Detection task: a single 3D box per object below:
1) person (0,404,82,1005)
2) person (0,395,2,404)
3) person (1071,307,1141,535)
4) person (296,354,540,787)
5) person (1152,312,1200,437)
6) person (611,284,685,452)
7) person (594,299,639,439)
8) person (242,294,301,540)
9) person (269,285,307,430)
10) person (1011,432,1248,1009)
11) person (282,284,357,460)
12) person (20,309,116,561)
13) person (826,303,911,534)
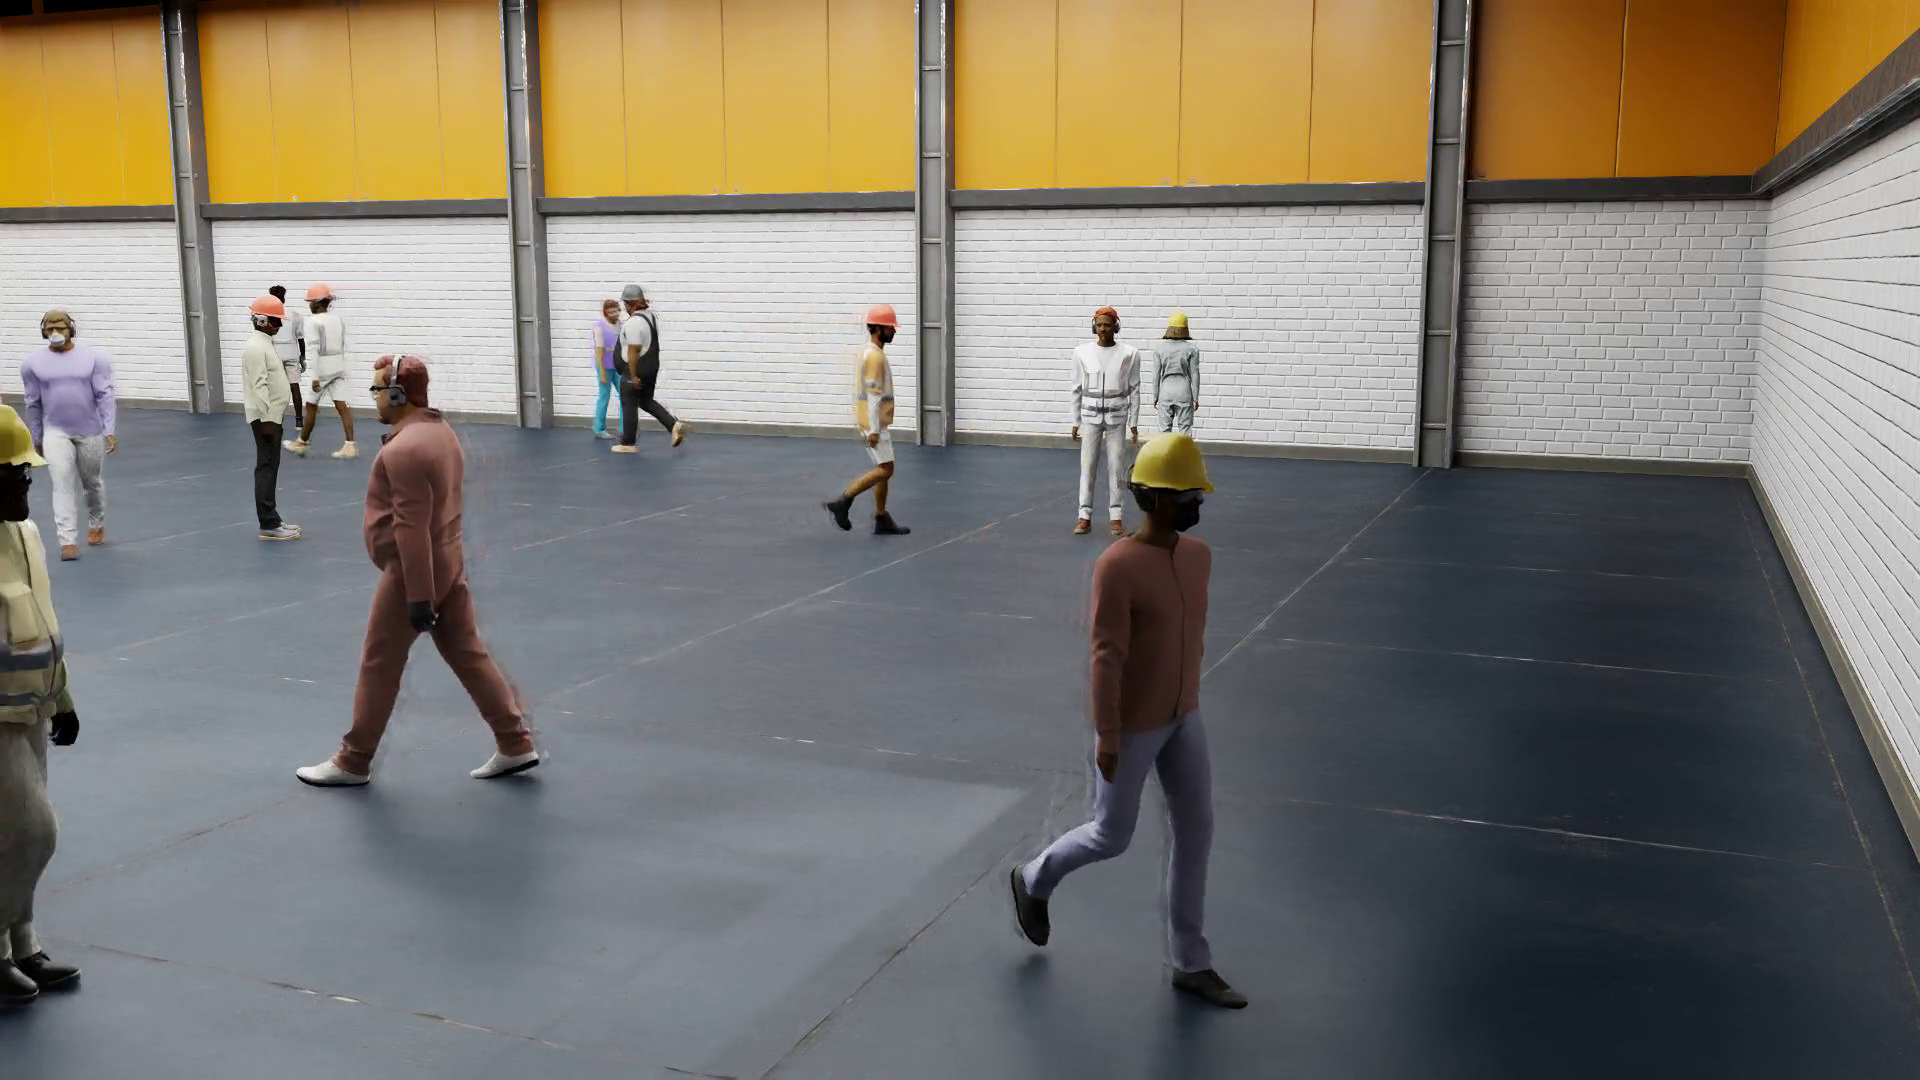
[{"bbox_3d":[-2.856,0.503,4.954,0.436,1.814,0.612,0,9,-2],"label":"person"},{"bbox_3d":[-8.213,-0.913,13.750,0.548,1.737,0.763,-5,11,-29],"label":"person"},{"bbox_3d":[1.199,-0.979,13.755,0.575,1.882,0.359,2,10,11],"label":"person"},{"bbox_3d":[-2.298,0.140,7.075,1.013,1.857,0.664,0,9,1],"label":"person"},{"bbox_3d":[2.233,-1.474,17.175,0.492,1.742,0.323,3,10,16],"label":"person"},{"bbox_3d":[-3.742,-2.043,19.724,0.785,2.000,0.688,3,10,15],"label":"person"},{"bbox_3d":[-4.416,-2.147,21.087,0.740,1.792,0.561,6,11,31],"label":"person"},{"bbox_3d":[-5.610,-0.994,13.524,0.387,1.988,0.608,-3,10,-18],"label":"person"},{"bbox_3d":[-9.102,-2.437,22.339,0.613,1.961,0.362,-6,11,-33],"label":"person"},{"bbox_3d":[0.521,0.522,5.102,0.530,1.736,0.775,-9,13,-42],"label":"person"},{"bbox_3d":[-7.369,-1.923,19.101,1.015,1.998,0.640,4,10,22],"label":"person"},{"bbox_3d":[-6.861,-0.837,12.848,0.628,1.904,0.991,-4,10,-25],"label":"person"},{"bbox_3d":[-0.745,-0.969,13.595,0.614,1.921,0.543,-1,9,-7],"label":"person"}]
